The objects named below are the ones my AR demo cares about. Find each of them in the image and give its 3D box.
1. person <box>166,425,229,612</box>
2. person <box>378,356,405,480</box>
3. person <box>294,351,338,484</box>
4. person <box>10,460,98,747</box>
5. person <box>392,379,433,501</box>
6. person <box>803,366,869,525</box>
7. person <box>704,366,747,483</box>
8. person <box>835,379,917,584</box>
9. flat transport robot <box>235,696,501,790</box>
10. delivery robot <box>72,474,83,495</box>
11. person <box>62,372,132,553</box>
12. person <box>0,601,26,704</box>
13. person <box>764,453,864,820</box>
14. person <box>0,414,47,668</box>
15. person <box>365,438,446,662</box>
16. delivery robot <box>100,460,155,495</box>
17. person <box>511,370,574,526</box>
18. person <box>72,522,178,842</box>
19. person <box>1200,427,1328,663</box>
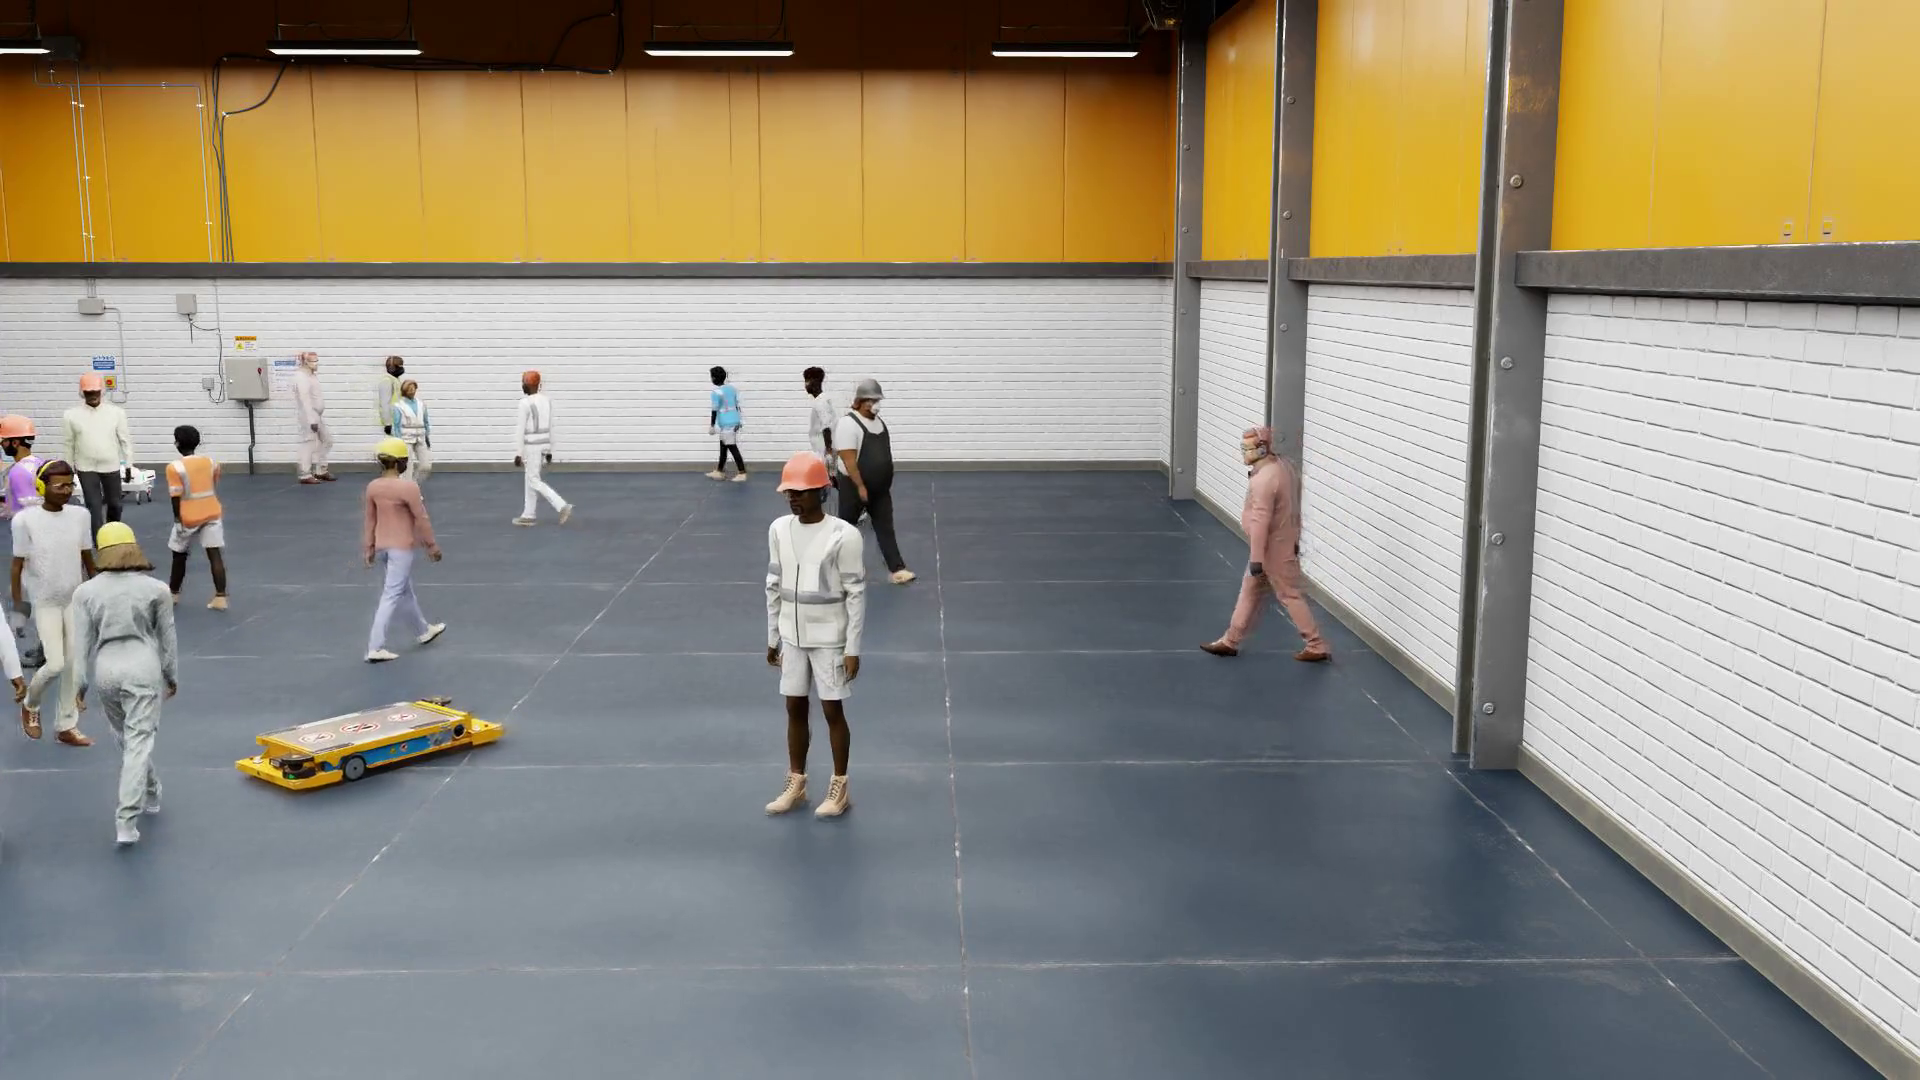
[{"bbox_3d":[-6.850,-0.195,14.790,0.859,1.652,0.539,6,11,33],"label":"person"},{"bbox_3d":[-7.743,-1.642,23.141,0.634,1.825,0.654,-1,9,-4],"label":"person"},{"bbox_3d":[-9.075,-1.725,23.485,0.636,1.880,0.670,-2,9,-12],"label":"person"},{"bbox_3d":[-5.745,0.407,10.530,0.482,1.847,0.540,5,10,27],"label":"person"},{"bbox_3d":[-7.031,-1.251,21.362,0.366,1.624,0.533,7,11,36],"label":"person"},{"bbox_3d":[-1.492,-1.084,19.495,0.902,1.919,0.663,1,9,4],"label":"person"},{"bbox_3d":[-3.368,-1.639,23.605,0.766,1.654,0.546,3,10,17],"label":"person"},{"bbox_3d":[-0.922,-0.584,16.005,1.005,2.000,0.694,7,12,38],"label":"person"},{"bbox_3d":[-3.637,1.232,10.283,0.652,0.197,1.431,7,12,37],"label":"flat transport robot"},{"bbox_3d":[-11.417,-0.716,21.069,0.707,0.478,0.477,-3,10,-15],"label":"delivery robot"},{"bbox_3d":[-9.008,-0.776,17.382,0.625,1.979,0.701,-6,11,-33],"label":"person"},{"bbox_3d":[-5.274,0.717,8.642,0.647,1.844,0.866,-9,13,-42],"label":"person"},{"bbox_3d":[-0.816,0.544,9.159,0.630,2.039,0.512,5,11,29],"label":"person"},{"bbox_3d":[-7.110,0.007,12.700,0.379,1.937,0.548,-2,9,-13],"label":"person"},{"bbox_3d":[-4.373,0.060,13.053,0.530,1.720,0.914,6,11,31],"label":"person"},{"bbox_3d":[-10.822,-0.791,21.530,0.707,0.478,0.477,0,9,-1],"label":"delivery robot"},{"bbox_3d":[-4.928,-1.058,19.497,0.821,1.854,0.586,3,10,18],"label":"person"},{"bbox_3d":[-4.488,0.747,8.956,0.495,1.675,0.898,-2,9,-11],"label":"person"},{"bbox_3d":[2.394,0.043,12.827,0.983,1.838,0.697,2,10,13],"label":"person"}]
